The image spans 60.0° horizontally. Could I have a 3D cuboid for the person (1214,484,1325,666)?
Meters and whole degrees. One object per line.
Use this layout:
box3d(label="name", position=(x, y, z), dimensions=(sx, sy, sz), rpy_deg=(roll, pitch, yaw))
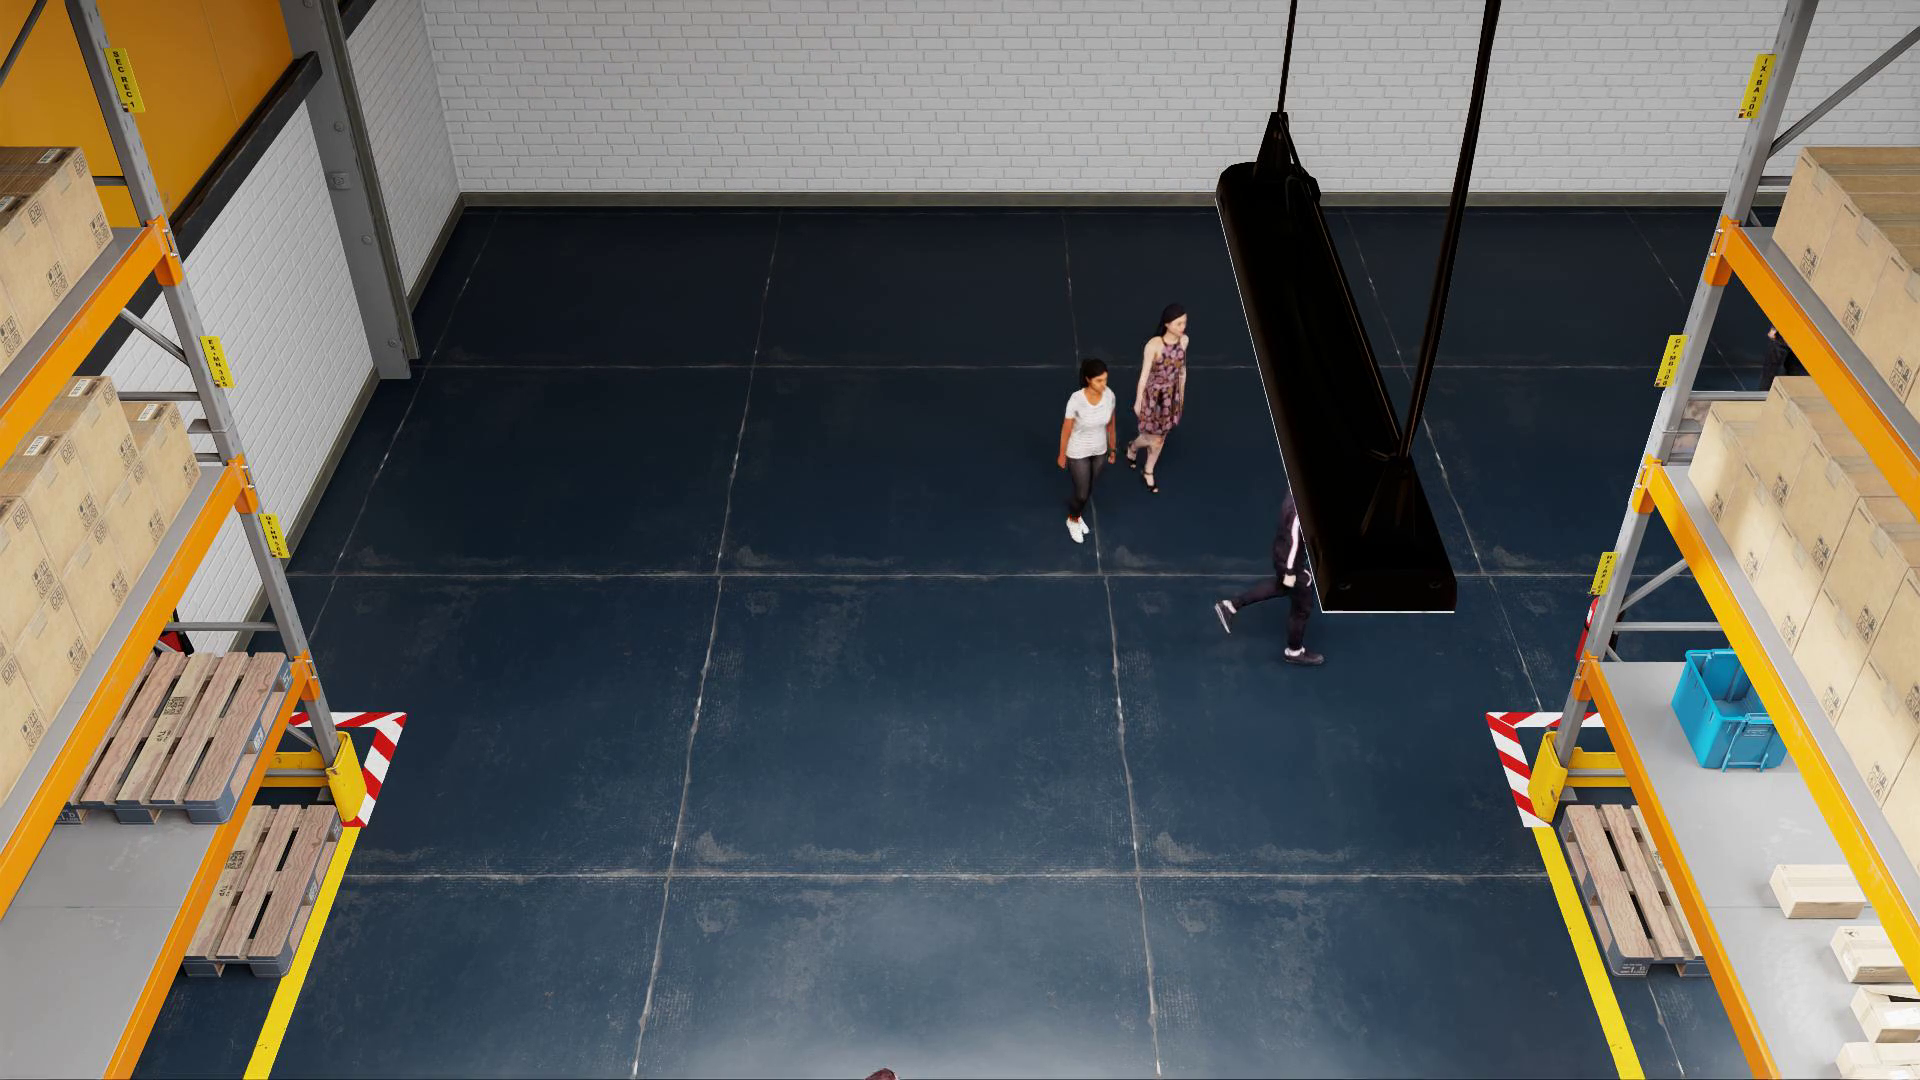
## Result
box3d(label="person", position=(2.252, 0.140, 11.697), dimensions=(0.831, 1.812, 1.038), rpy_deg=(6, 39, 8))

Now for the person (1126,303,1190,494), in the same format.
box3d(label="person", position=(1.551, -1.153, 13.358), dimensions=(0.832, 1.760, 0.910), rpy_deg=(-23, 44, -26))

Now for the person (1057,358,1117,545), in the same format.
box3d(label="person", position=(0.937, -0.737, 12.942), dimensions=(0.717, 1.630, 0.746), rpy_deg=(-19, 42, -22))
